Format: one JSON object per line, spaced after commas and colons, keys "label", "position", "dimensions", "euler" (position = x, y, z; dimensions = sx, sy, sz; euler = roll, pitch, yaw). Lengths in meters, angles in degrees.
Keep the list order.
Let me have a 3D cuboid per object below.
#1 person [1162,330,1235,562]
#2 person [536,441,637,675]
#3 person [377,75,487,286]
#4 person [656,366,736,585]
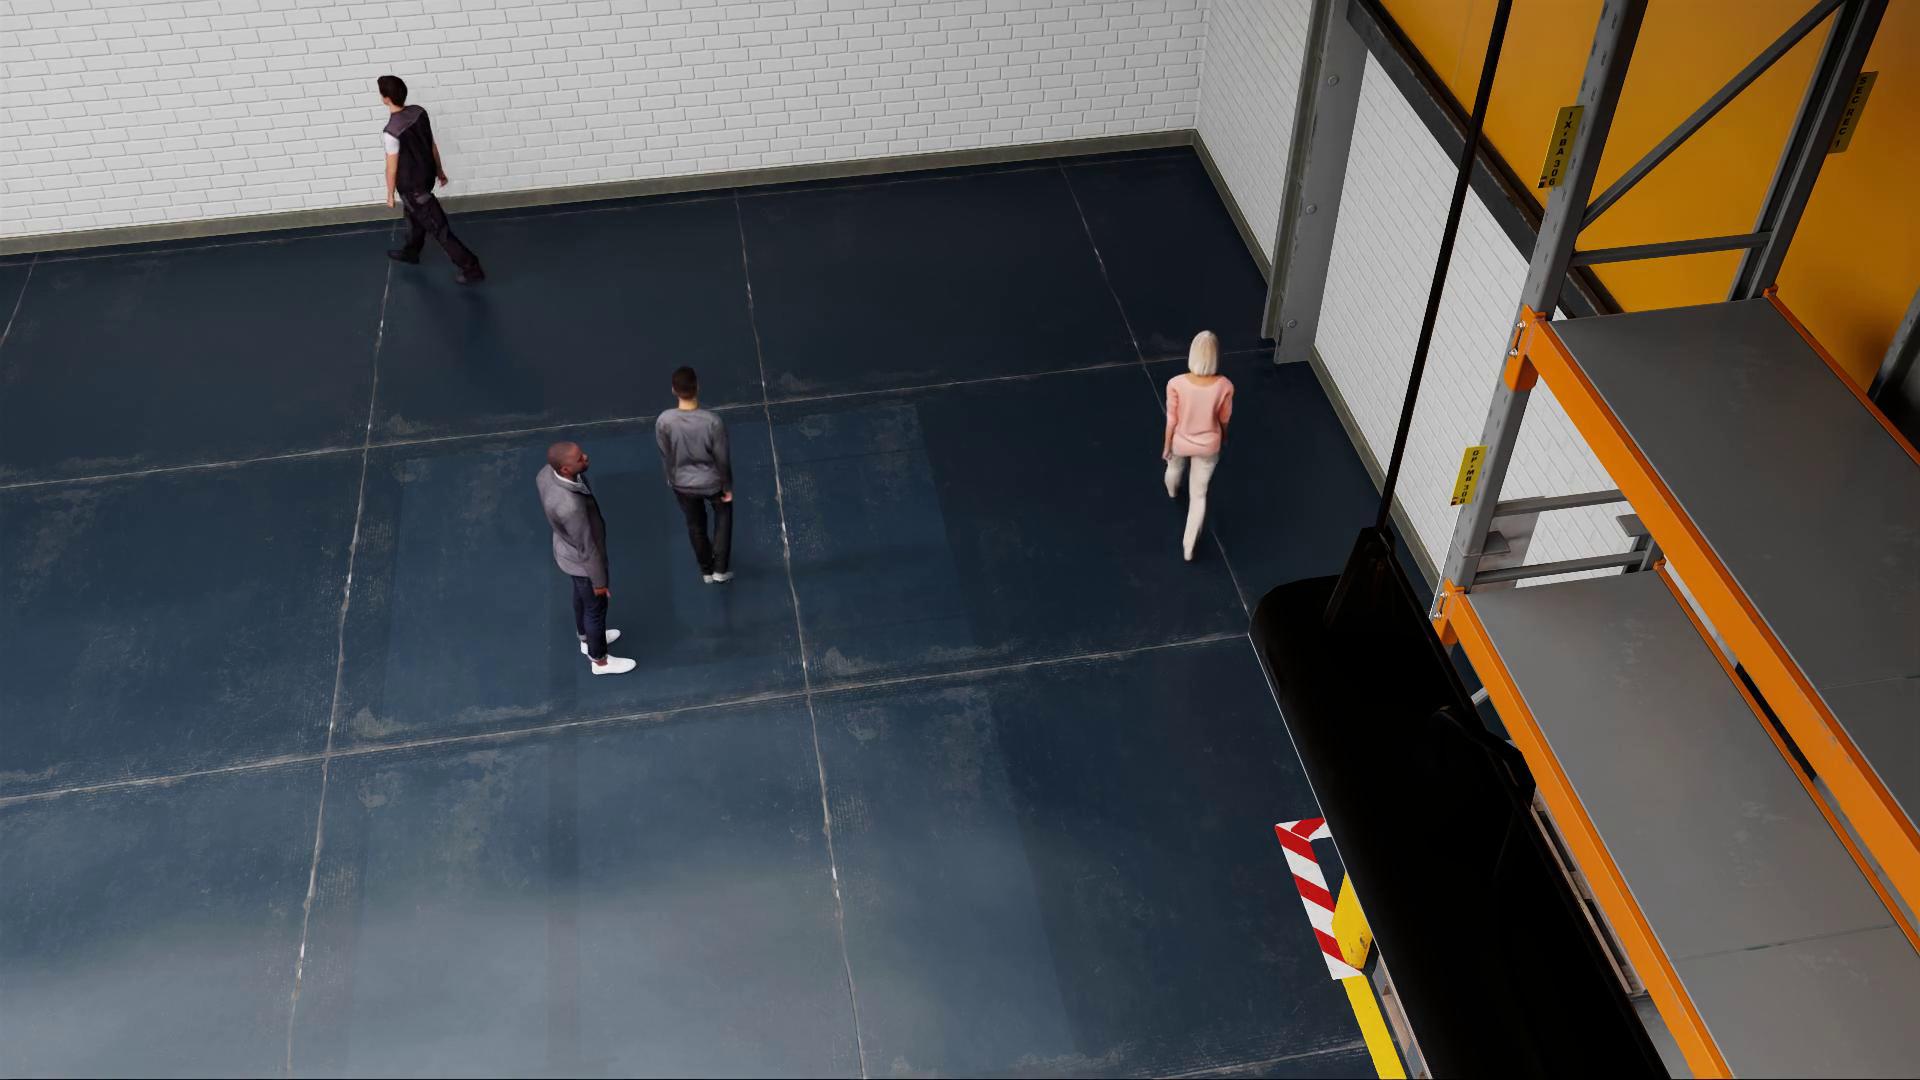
{"label": "person", "position": [1.581, -0.596, 11.147], "dimensions": [0.819, 1.676, 1.156], "euler": [3, 44, 3]}
{"label": "person", "position": [-2.350, 0.100, 10.314], "dimensions": [0.832, 1.817, 0.609], "euler": [-18, 46, -18]}
{"label": "person", "position": [-4.289, -2.843, 13.417], "dimensions": [1.104, 1.798, 1.252], "euler": [12, 45, 13]}
{"label": "person", "position": [-1.704, -0.335, 10.817], "dimensions": [0.659, 1.753, 0.692], "euler": [-2, 44, -2]}
